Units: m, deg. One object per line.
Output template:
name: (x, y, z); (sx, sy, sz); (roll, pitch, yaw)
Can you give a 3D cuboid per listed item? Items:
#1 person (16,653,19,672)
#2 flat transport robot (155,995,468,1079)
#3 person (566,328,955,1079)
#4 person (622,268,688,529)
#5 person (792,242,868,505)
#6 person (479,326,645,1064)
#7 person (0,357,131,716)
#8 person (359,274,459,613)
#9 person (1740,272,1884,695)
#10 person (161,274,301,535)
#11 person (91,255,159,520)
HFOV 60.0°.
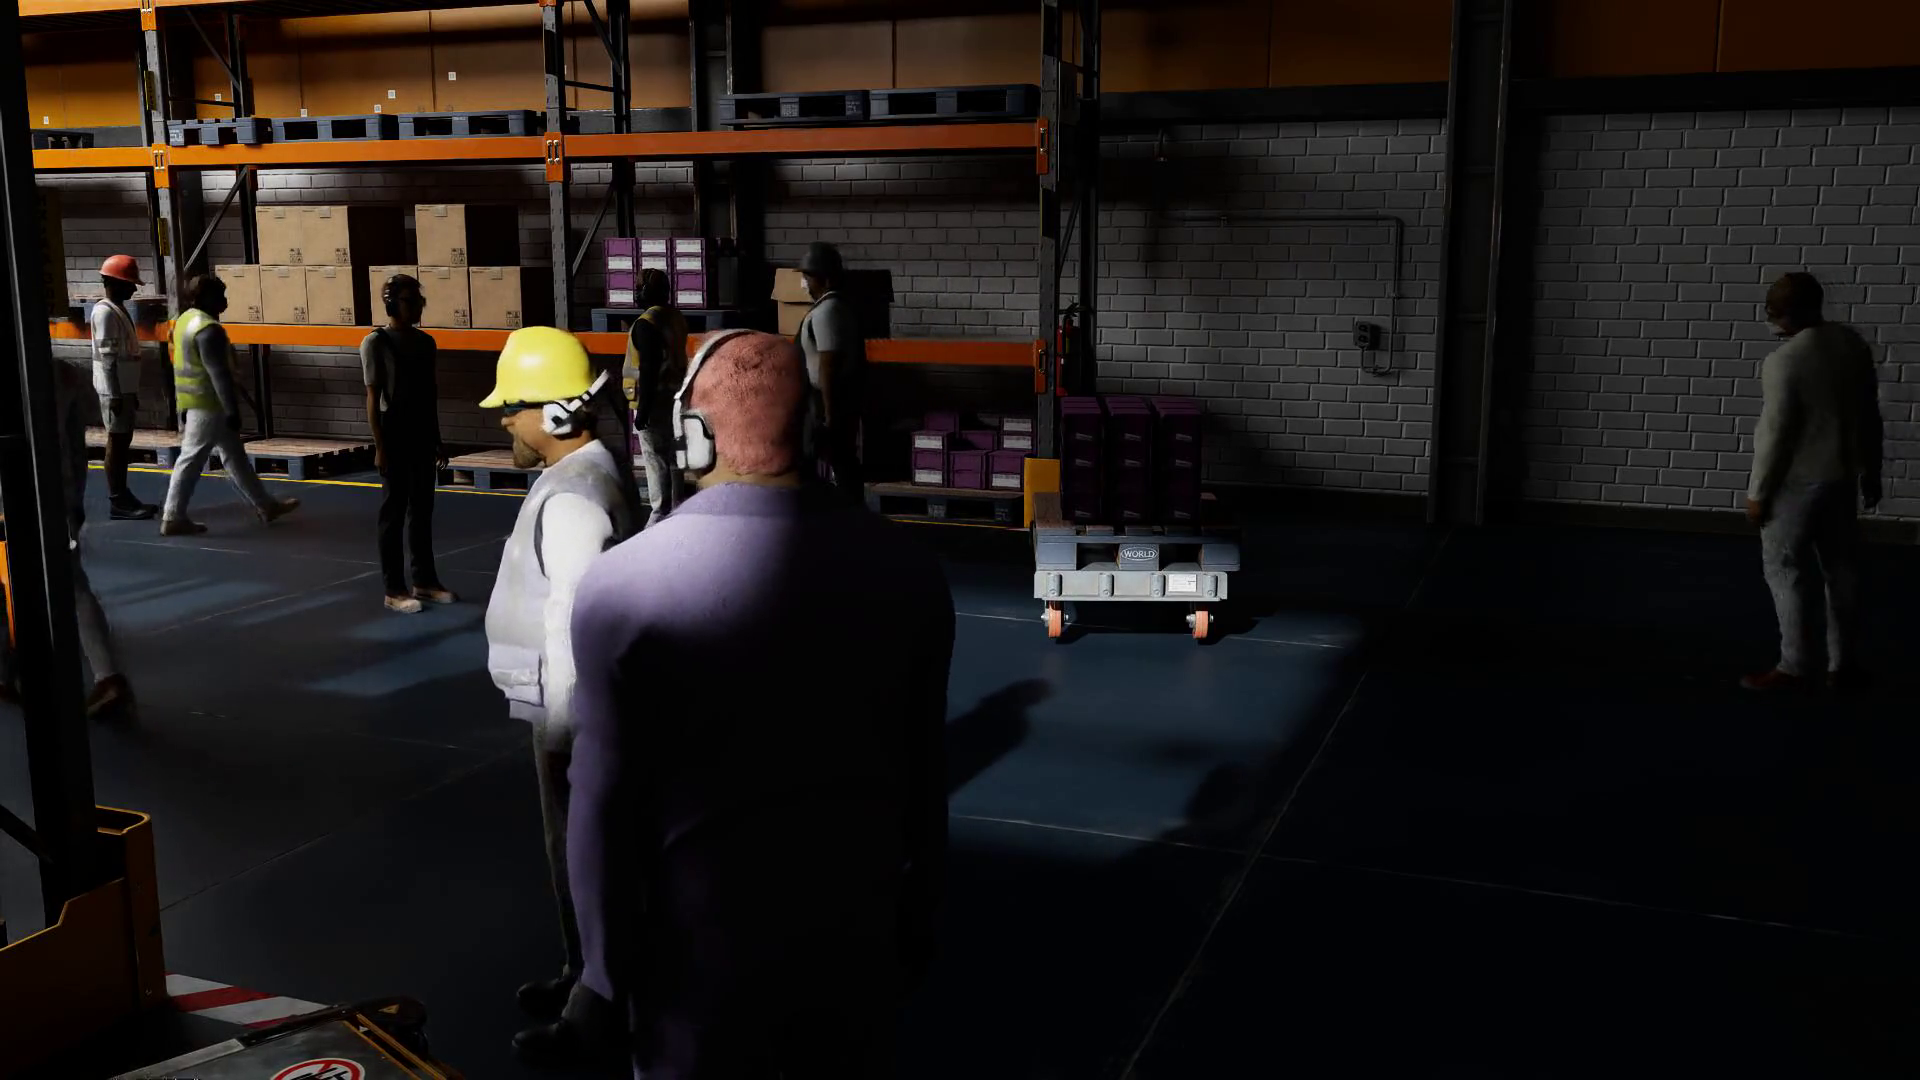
person: (-4.620, -0.296, 7.595); (0.352, 1.937, 0.635); (4, 11, 21)
flat transport robot: (-1.647, 1.301, 3.342); (1.431, 0.197, 0.652); (-10, 14, -43)
person: (-0.321, 0.613, 2.696); (0.646, 1.890, 0.405); (-7, 12, -33)
person: (-2.087, -0.929, 11.390); (0.429, 1.842, 0.634); (2, 10, 10)
person: (-0.920, -0.920, 10.783); (0.673, 2.000, 0.694); (2, 10, 10)
person: (-0.967, 0.383, 4.148); (0.404, 1.821, 0.597); (-1, 10, -6)
person: (-3.938, -0.150, 7.084); (0.987, 1.844, 0.586); (7, 12, 33)
person: (-3.034, -0.531, 9.165); (0.345, 1.847, 0.508); (5, 11, 24)
person: (3.867, -0.244, 7.469); (0.785, 1.901, 0.375); (-4, 11, -24)
person: (-5.166, -0.945, 11.606); (0.976, 1.791, 0.653); (-7, 12, -34)
person: (-6.119, -1.113, 12.180); (0.390, 1.926, 0.547); (-3, 11, -15)
